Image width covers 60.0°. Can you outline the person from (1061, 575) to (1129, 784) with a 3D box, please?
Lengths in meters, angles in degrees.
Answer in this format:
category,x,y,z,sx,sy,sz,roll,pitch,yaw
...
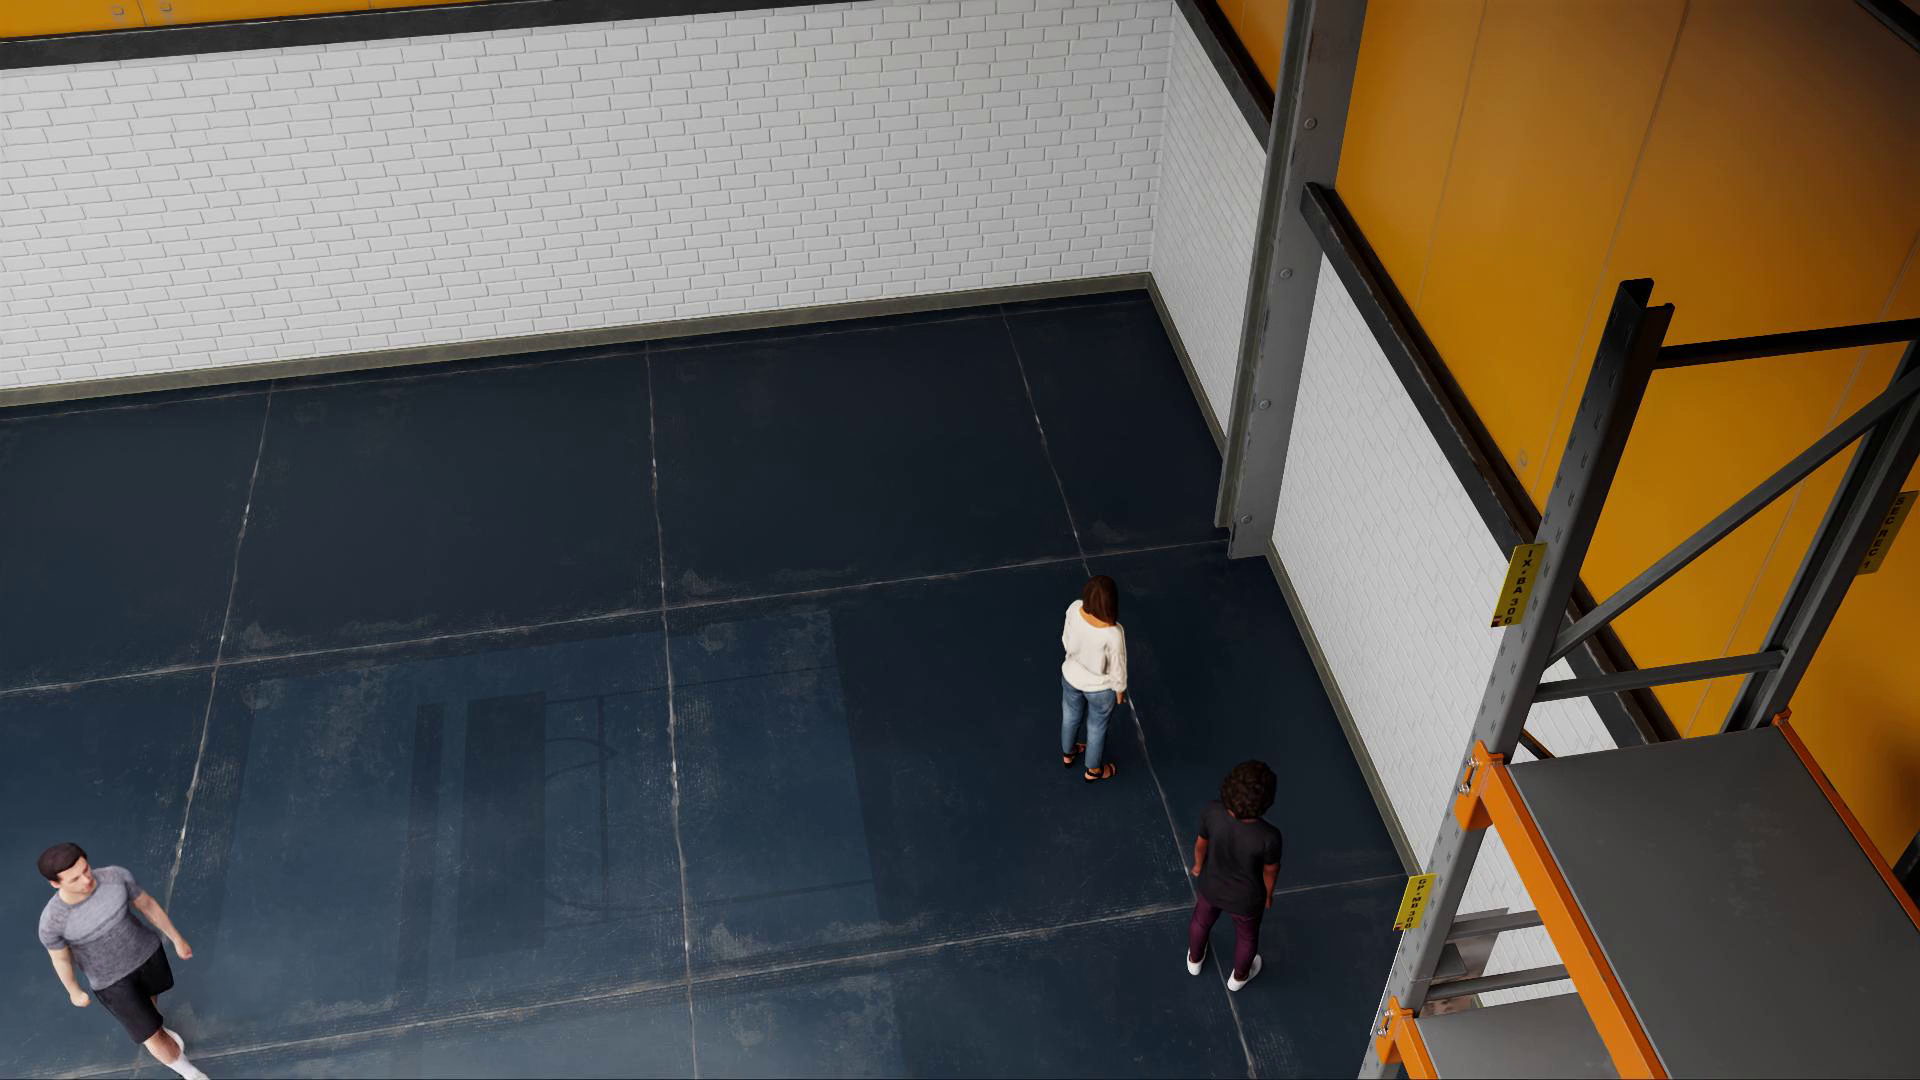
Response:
category,x,y,z,sx,sy,sz,roll,pitch,yaw
person,0.790,0.831,10.021,0.765,1.682,0.659,-33,53,-30

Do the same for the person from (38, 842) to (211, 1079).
category,x,y,z,sx,sy,sz,roll,pitch,yaw
person,-4.370,2.120,8.548,1.135,1.847,1.096,23,48,23

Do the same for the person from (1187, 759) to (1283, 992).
category,x,y,z,sx,sy,sz,roll,pitch,yaw
person,1.468,1.810,8.919,0.726,1.784,0.764,20,47,19
